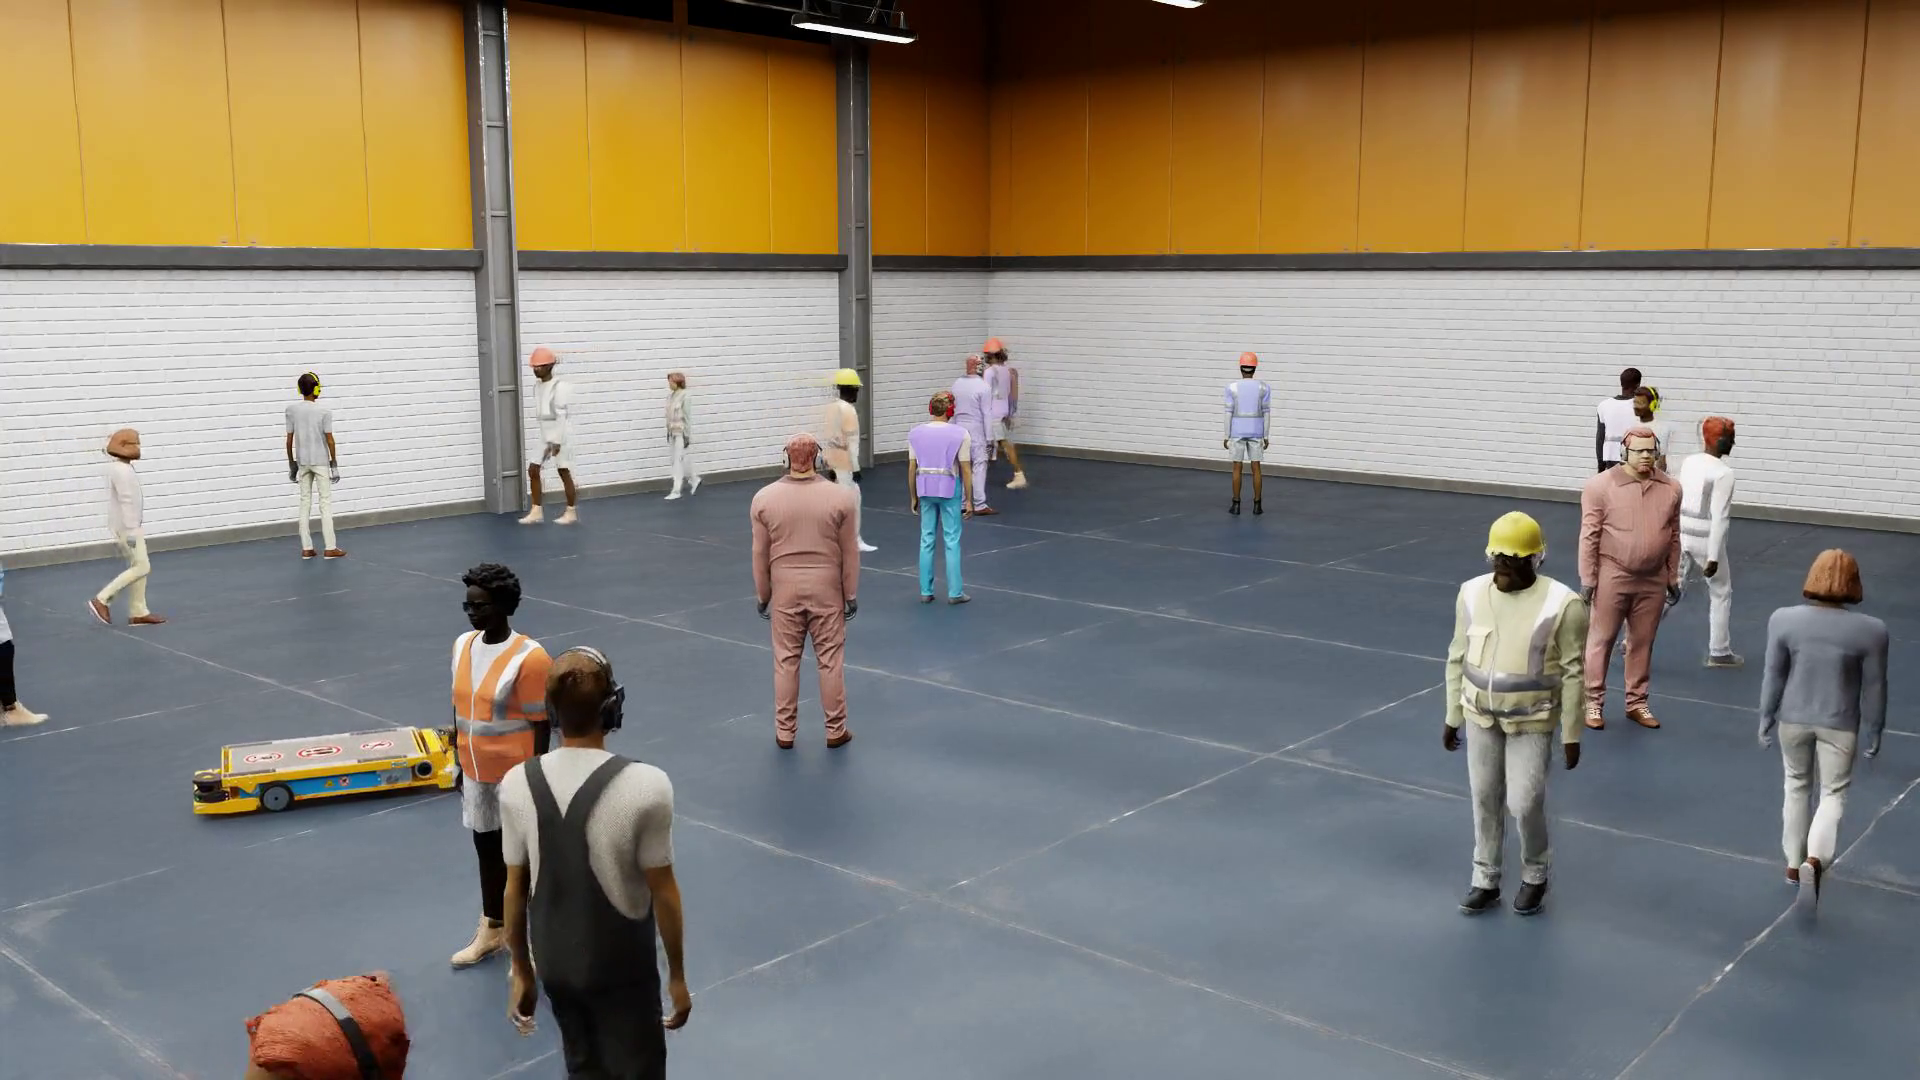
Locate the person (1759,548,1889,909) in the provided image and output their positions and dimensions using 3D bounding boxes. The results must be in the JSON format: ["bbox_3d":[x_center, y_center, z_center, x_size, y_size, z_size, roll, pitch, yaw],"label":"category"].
[{"bbox_3d":[3.876,0.845,7.516,0.508,1.613,0.680,7,11,37],"label":"person"}]

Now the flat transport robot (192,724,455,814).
[{"bbox_3d":[-3.438,1.247,9.167,1.431,0.197,0.652,-4,10,-23],"label":"flat transport robot"}]

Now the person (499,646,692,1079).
[{"bbox_3d":[-1.024,1.201,4.582,0.521,1.830,0.702,3,9,17],"label":"person"}]

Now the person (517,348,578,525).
[{"bbox_3d":[-4.664,-1.138,18.705,0.634,2.013,0.815,7,11,38],"label":"person"}]

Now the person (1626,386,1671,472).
[{"bbox_3d":[6.165,-0.463,14.976,0.445,1.856,0.512,-4,10,-24],"label":"person"}]

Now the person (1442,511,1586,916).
[{"bbox_3d":[2.415,0.774,7.314,0.622,1.817,0.434,9,13,44],"label":"person"}]

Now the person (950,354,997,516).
[{"bbox_3d":[0.181,-1.243,19.685,0.403,1.906,0.652,-9,13,-44],"label":"person"}]

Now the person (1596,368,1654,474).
[{"bbox_3d":[6.642,-0.762,16.642,0.392,1.914,0.587,-8,12,-40],"label":"person"}]

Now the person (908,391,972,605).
[{"bbox_3d":[-0.174,-0.357,14.307,0.565,1.845,0.384,3,10,20],"label":"person"}]

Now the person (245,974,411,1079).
[{"bbox_3d":[-0.862,1.525,2.459,0.406,1.859,0.590,-6,11,-32],"label":"person"}]

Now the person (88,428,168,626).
[{"bbox_3d":[-6.693,-0.087,13.314,0.461,1.615,0.514,-4,10,-22],"label":"person"}]

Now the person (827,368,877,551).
[{"bbox_3d":[-1.237,-0.790,16.856,0.766,1.904,0.596,-3,9,-16],"label":"person"}]

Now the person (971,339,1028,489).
[{"bbox_3d":[0.472,-1.671,22.134,1.067,1.999,0.606,4,10,23],"label":"person"}]

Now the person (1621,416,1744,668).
[{"bbox_3d":[5.235,0.028,11.903,0.931,1.852,0.583,-3,10,-18],"label":"person"}]

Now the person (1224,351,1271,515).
[{"bbox_3d":[3.393,-1.264,19.719,0.548,1.937,0.379,1,9,4],"label":"person"}]

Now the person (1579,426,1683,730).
[{"bbox_3d":[4.191,0.239,10.377,0.652,1.906,0.402,-1,9,-4],"label":"person"}]

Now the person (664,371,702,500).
[{"bbox_3d":[-3.545,-1.334,21.159,0.552,1.637,0.533,-7,12,-38],"label":"person"}]

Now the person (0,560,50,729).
[{"bbox_3d":[-6.149,0.377,10.243,0.749,1.672,0.531,-7,12,-39],"label":"person"}]

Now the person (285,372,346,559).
[{"bbox_3d":[-6.464,-0.740,16.634,0.520,1.874,0.332,1,9,6],"label":"person"}]

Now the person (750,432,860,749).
[{"bbox_3d":[-0.915,0.306,9.952,0.640,1.910,0.409,0,9,0],"label":"person"}]

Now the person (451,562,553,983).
[{"bbox_3d":[-1.853,0.927,6.716,0.536,1.696,0.318,5,10,29],"label":"person"}]

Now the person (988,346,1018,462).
[{"bbox_3d":[0.623,-2.072,25.320,0.525,1.772,0.307,-1,9,-8],"label":"person"}]
